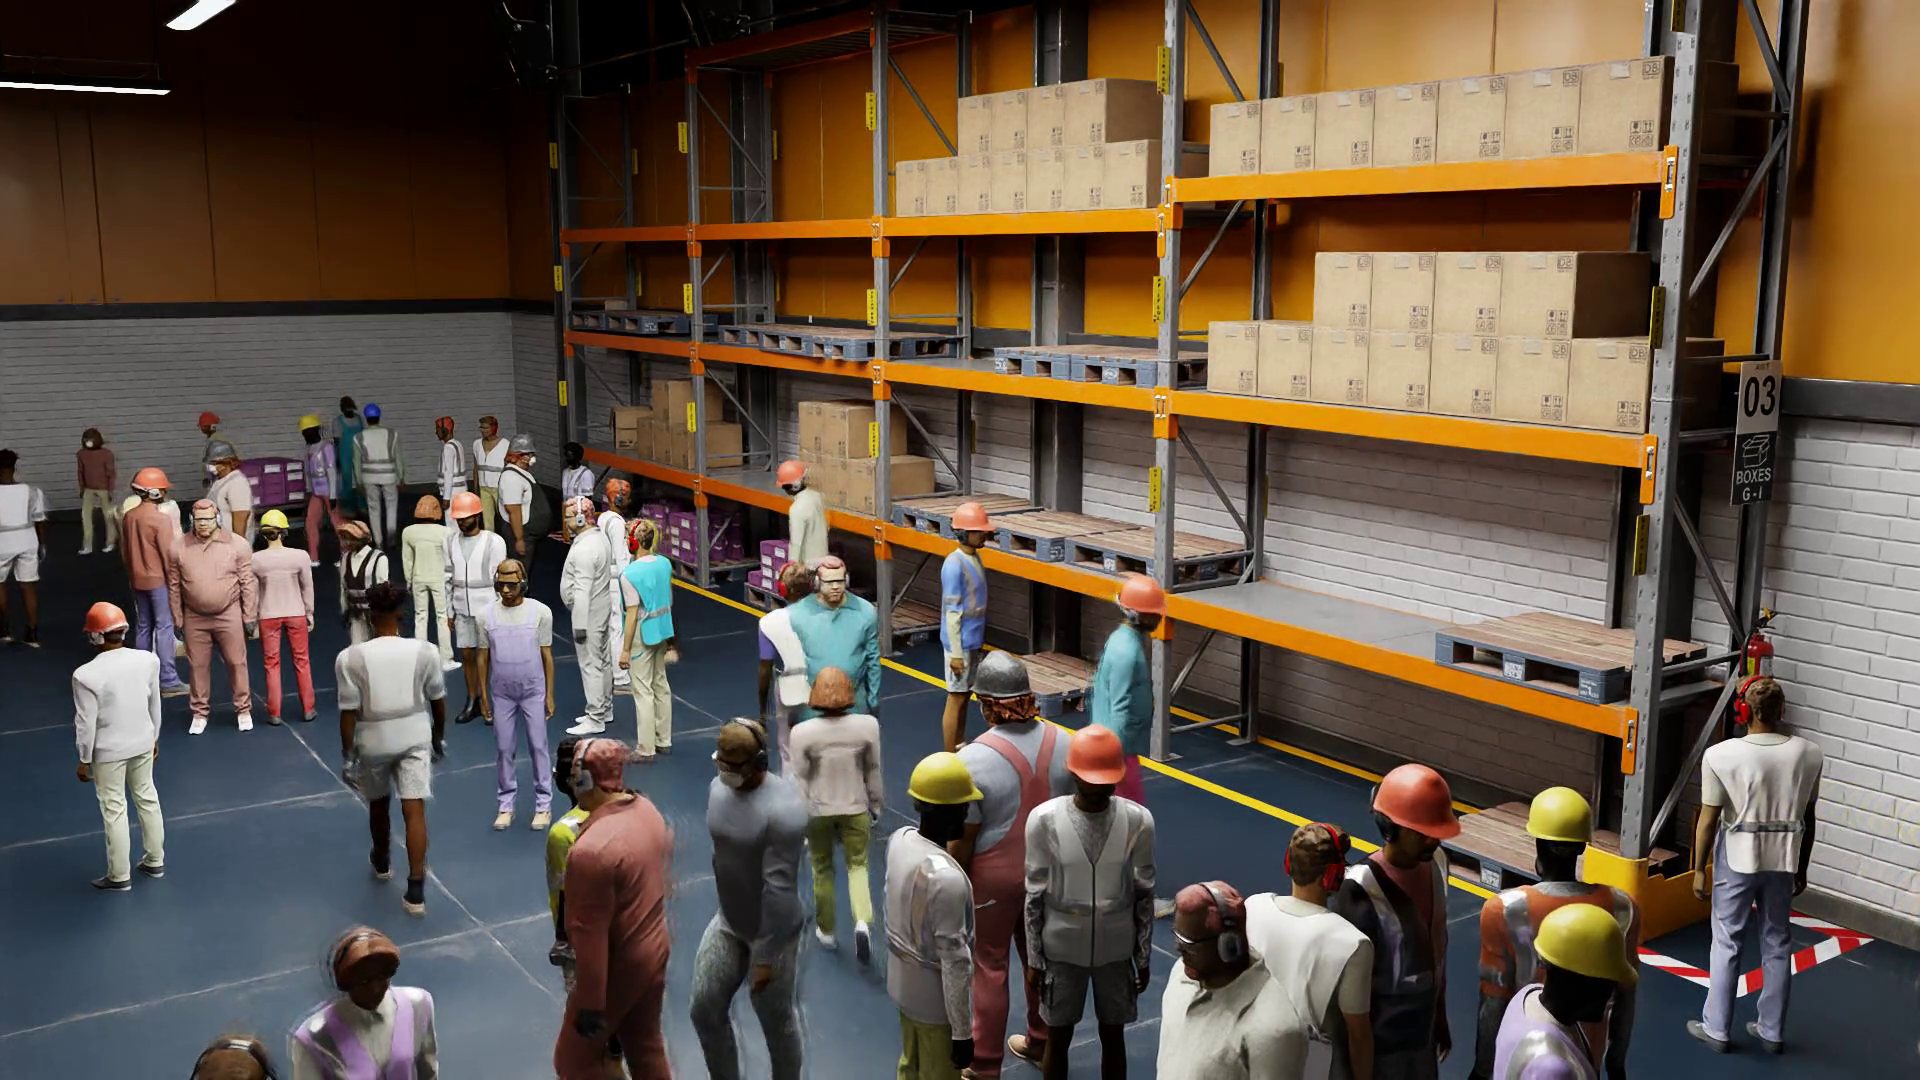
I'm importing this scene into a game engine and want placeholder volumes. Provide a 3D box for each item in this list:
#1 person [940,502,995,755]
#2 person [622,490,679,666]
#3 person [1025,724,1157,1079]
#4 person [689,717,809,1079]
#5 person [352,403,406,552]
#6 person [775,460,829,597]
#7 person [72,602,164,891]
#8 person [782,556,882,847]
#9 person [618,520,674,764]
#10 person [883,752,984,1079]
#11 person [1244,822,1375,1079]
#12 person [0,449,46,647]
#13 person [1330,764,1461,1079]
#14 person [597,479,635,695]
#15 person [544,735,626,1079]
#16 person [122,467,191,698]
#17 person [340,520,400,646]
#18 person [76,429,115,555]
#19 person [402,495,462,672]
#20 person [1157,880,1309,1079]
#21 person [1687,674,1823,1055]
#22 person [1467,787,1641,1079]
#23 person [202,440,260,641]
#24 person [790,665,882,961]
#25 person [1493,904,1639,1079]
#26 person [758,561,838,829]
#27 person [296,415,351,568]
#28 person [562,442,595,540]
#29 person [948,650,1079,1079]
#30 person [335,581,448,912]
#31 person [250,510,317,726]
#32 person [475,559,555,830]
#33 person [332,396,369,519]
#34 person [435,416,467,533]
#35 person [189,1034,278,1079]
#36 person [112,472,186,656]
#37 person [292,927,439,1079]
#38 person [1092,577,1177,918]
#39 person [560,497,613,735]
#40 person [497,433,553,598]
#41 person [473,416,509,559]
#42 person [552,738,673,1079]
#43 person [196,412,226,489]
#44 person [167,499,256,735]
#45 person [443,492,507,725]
[{"bbox_3d":[0.060,0.734,12.099,0.396,2.044,0.609,3,10,15],"label":"person"},{"bbox_3d":[-2.981,0.355,15.499,0.919,1.637,0.541,7,12,34],"label":"person"},{"bbox_3d":[0.540,1.687,6.852,0.543,1.929,0.387,0,10,-3],"label":"person"},{"bbox_3d":[-0.929,1.674,7.005,0.621,1.908,0.657,9,13,42],"label":"person"},{"bbox_3d":[-7.466,-0.793,21.377,0.640,1.932,0.481,-4,10,-20],"label":"person"},{"bbox_3d":[-1.433,0.223,15.366,0.479,1.948,0.699,3,10,15],"label":"person"},{"bbox_3d":[-5.072,1.231,10.026,0.322,1.753,0.562,5,11,25],"label":"person"},{"bbox_3d":[-0.818,1.038,10.757,0.648,1.899,0.400,-2,10,-14],"label":"person"},{"bbox_3d":[-2.352,0.764,12.505,0.381,1.845,0.570,4,10,21],"label":"person"},{"bbox_3d":[-0.086,1.756,6.444,0.377,1.923,0.595,-4,11,-24],"label":"person"},{"bbox_3d":[1.212,1.896,5.881,0.390,1.838,0.564,-8,13,-41],"label":"person"},{"bbox_3d":[-9.328,0.067,16.321,0.620,1.934,0.806,-9,13,-44],"label":"person"},{"bbox_3d":[1.590,1.779,6.022,0.613,2.031,0.403,-9,13,-42],"label":"person"},{"bbox_3d":[-2.976,0.403,14.510,0.356,1.885,0.572,-5,11,-27],"label":"person"},{"bbox_3d":[-1.671,1.701,7.434,0.318,1.699,0.536,2,10,12],"label":"person"},{"bbox_3d":[-6.963,0.365,14.410,0.614,1.993,0.395,6,11,29],"label":"person"},{"bbox_3d":[-4.881,0.630,13.932,0.689,1.627,0.464,4,11,24],"label":"person"},{"bbox_3d":[-11.070,-0.611,21.236,0.530,1.604,0.696,0,10,2],"label":"person"},{"bbox_3d":[-4.855,0.399,15.267,0.502,1.632,0.279,1,10,6],"label":"person"},{"bbox_3d":[0.798,1.982,5.226,0.400,1.894,0.658,-4,10,-23],"label":"person"},{"bbox_3d":[3.772,1.554,7.901,0.560,1.836,0.393,0,10,-1],"label":"person"},{"bbox_3d":[2.121,1.831,6.003,0.594,1.924,0.382,-1,10,-6],"label":"person"},{"bbox_3d":[-7.223,-0.001,16.426,0.582,2.000,0.703,-6,12,-33],"label":"person"},{"bbox_3d":[-0.661,1.477,8.975,0.508,1.617,0.610,-2,10,-12],"label":"person"},{"bbox_3d":[1.781,2.007,5.017,0.399,1.915,0.588,3,10,16],"label":"person"},{"bbox_3d":[-1.020,1.051,10.841,0.616,1.835,0.429,-5,11,-25],"label":"person"},{"bbox_3d":[-7.804,-0.577,20.247,0.740,1.878,0.842,8,12,38],"label":"person"},{"bbox_3d":[-4.400,-0.291,19.164,0.531,1.690,0.319,8,13,40],"label":"person"},{"bbox_3d":[0.197,1.490,7.673,0.684,2.000,0.535,-6,12,-33],"label":"person"},{"bbox_3d":[-3.351,1.184,9.855,0.625,1.909,1.025,-5,11,-26],"label":"person"},{"bbox_3d":[-5.521,0.632,13.525,0.524,1.764,0.329,-4,11,-24],"label":"person"},{"bbox_3d":[-2.937,1.023,11.032,0.501,1.838,0.341,-1,10,-5],"label":"person"},{"bbox_3d":[-8.802,-1.182,24.042,0.526,1.798,0.753,-8,12,-38],"label":"person"},{"bbox_3d":[-6.189,-0.566,20.230,0.373,1.879,0.586,-1,10,-8],"label":"person"},{"bbox_3d":[-1.854,2.145,4.459,0.565,1.823,0.425,-3,10,-16],"label":"person"},{"bbox_3d":[-7.577,0.250,15.642,0.657,1.805,0.614,-2,10,-9],"label":"person"},{"bbox_3d":[-1.904,2.080,5.505,0.533,1.600,0.829,-9,13,-42],"label":"person"},{"bbox_3d":[1.010,1.185,9.693,0.585,1.970,0.703,1,10,6],"label":"person"},{"bbox_3d":[-2.992,0.600,13.318,0.399,1.900,0.644,0,10,0],"label":"person"},{"bbox_3d":[-4.411,-0.084,16.911,0.535,2.000,0.681,-1,10,-8],"label":"person"},{"bbox_3d":[-5.790,-0.630,20.692,0.570,1.841,0.373,3,10,18],"label":"person"},{"bbox_3d":[-1.426,1.730,6.758,0.602,1.869,0.718,2,10,11],"label":"person"},{"bbox_3d":[-10.030,-0.856,22.349,0.368,1.734,0.582,-7,12,-36],"label":"person"},{"bbox_3d":[-5.954,0.613,13.258,0.642,1.899,0.395,-2,10,-14],"label":"person"},{"bbox_3d":[-3.930,0.560,13.486,0.545,1.929,0.393,2,10,11],"label":"person"}]
